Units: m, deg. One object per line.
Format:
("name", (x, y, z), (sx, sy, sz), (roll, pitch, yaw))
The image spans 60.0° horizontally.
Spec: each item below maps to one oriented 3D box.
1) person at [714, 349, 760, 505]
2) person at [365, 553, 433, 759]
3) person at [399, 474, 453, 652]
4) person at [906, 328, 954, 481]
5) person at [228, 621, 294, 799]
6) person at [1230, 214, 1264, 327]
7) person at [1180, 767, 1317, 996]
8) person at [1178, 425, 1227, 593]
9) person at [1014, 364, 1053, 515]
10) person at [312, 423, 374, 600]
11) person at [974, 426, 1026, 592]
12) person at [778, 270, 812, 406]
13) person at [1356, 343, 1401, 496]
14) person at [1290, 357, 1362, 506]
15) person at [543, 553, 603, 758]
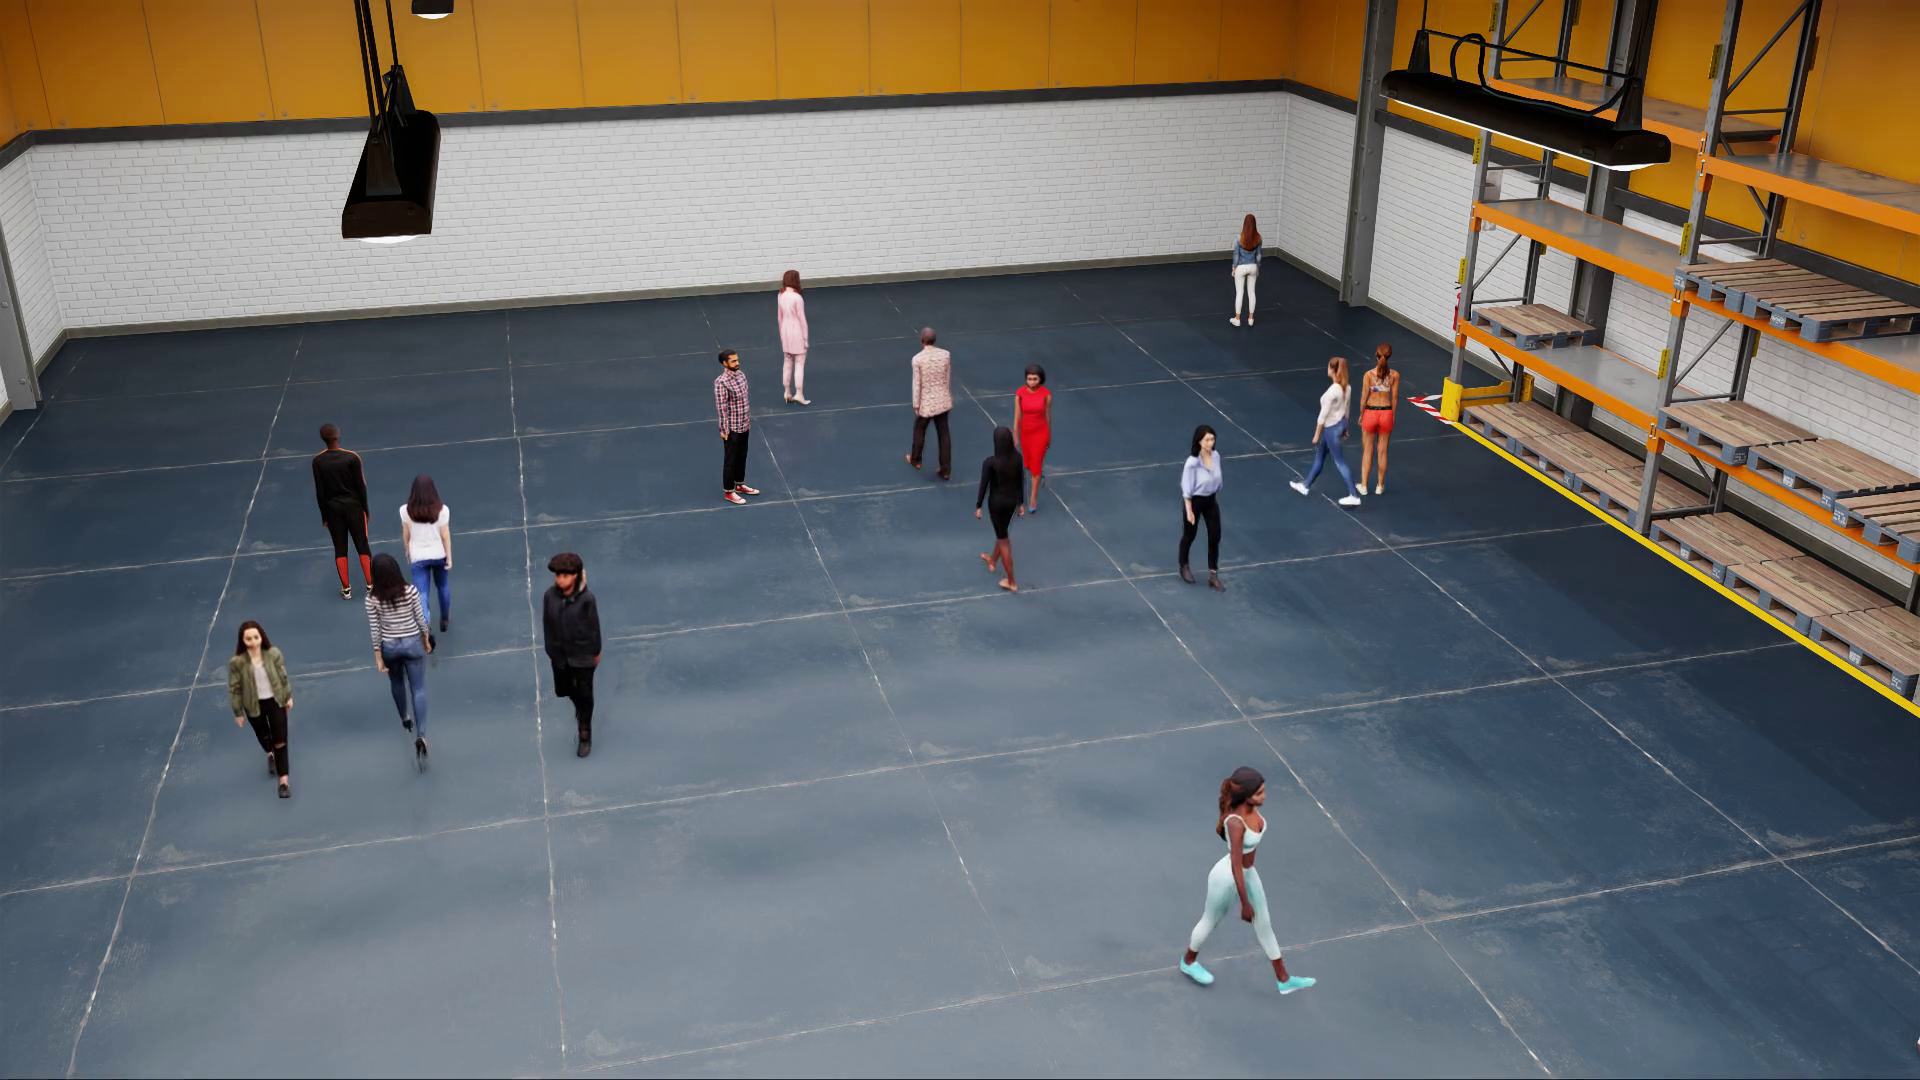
("person", (-2.558, -1.314, 18.843), (0.846, 1.761, 0.756), (9, 25, 20))
("person", (-4.544, 0.969, 13.621), (0.605, 1.760, 1.072), (-7, 25, -16))
("person", (-4.934, 0.237, 15.430), (0.593, 1.652, 1.046), (-5, 24, -12))
("person", (-0.280, -1.556, 19.374), (0.806, 1.778, 1.057), (-10, 25, -21))
("person", (-5.555, 1.302, 13.260), (0.709, 1.438, 1.041), (-10, 26, -22))
("person", (4.366, -4.109, 25.309), (0.637, 1.702, 0.550), (-3, 24, -8))
("person", (1.710, 2.222, 10.850), (1.143, 1.683, 1.065), (13, 27, 26))
("person", (2.349, -0.358, 16.703), (0.804, 1.723, 0.939), (-14, 27, -29))
("person", (0.857, -1.172, 18.582), (0.836, 1.709, 1.035), (4, 24, 9))
("person", (-6.087, -0.292, 16.448), (0.609, 1.807, 0.526), (-5, 24, -12))
("person", (0.466, -0.292, 16.587), (0.844, 1.694, 1.069), (-15, 28, -31))
("person", (-2.200, -2.662, 21.876), (0.661, 1.801, 0.749), (16, 28, 33))
("person", (4.759, -1.377, 18.949), (0.644, 1.791, 0.661), (2, 24, 4))
("person", (4.266, -1.168, 18.607), (1.188, 1.683, 1.070), (16, 28, 32))
("person", (-3.194, 0.889, 13.796), (0.781, 1.767, 0.999), (0, 24, 0))
